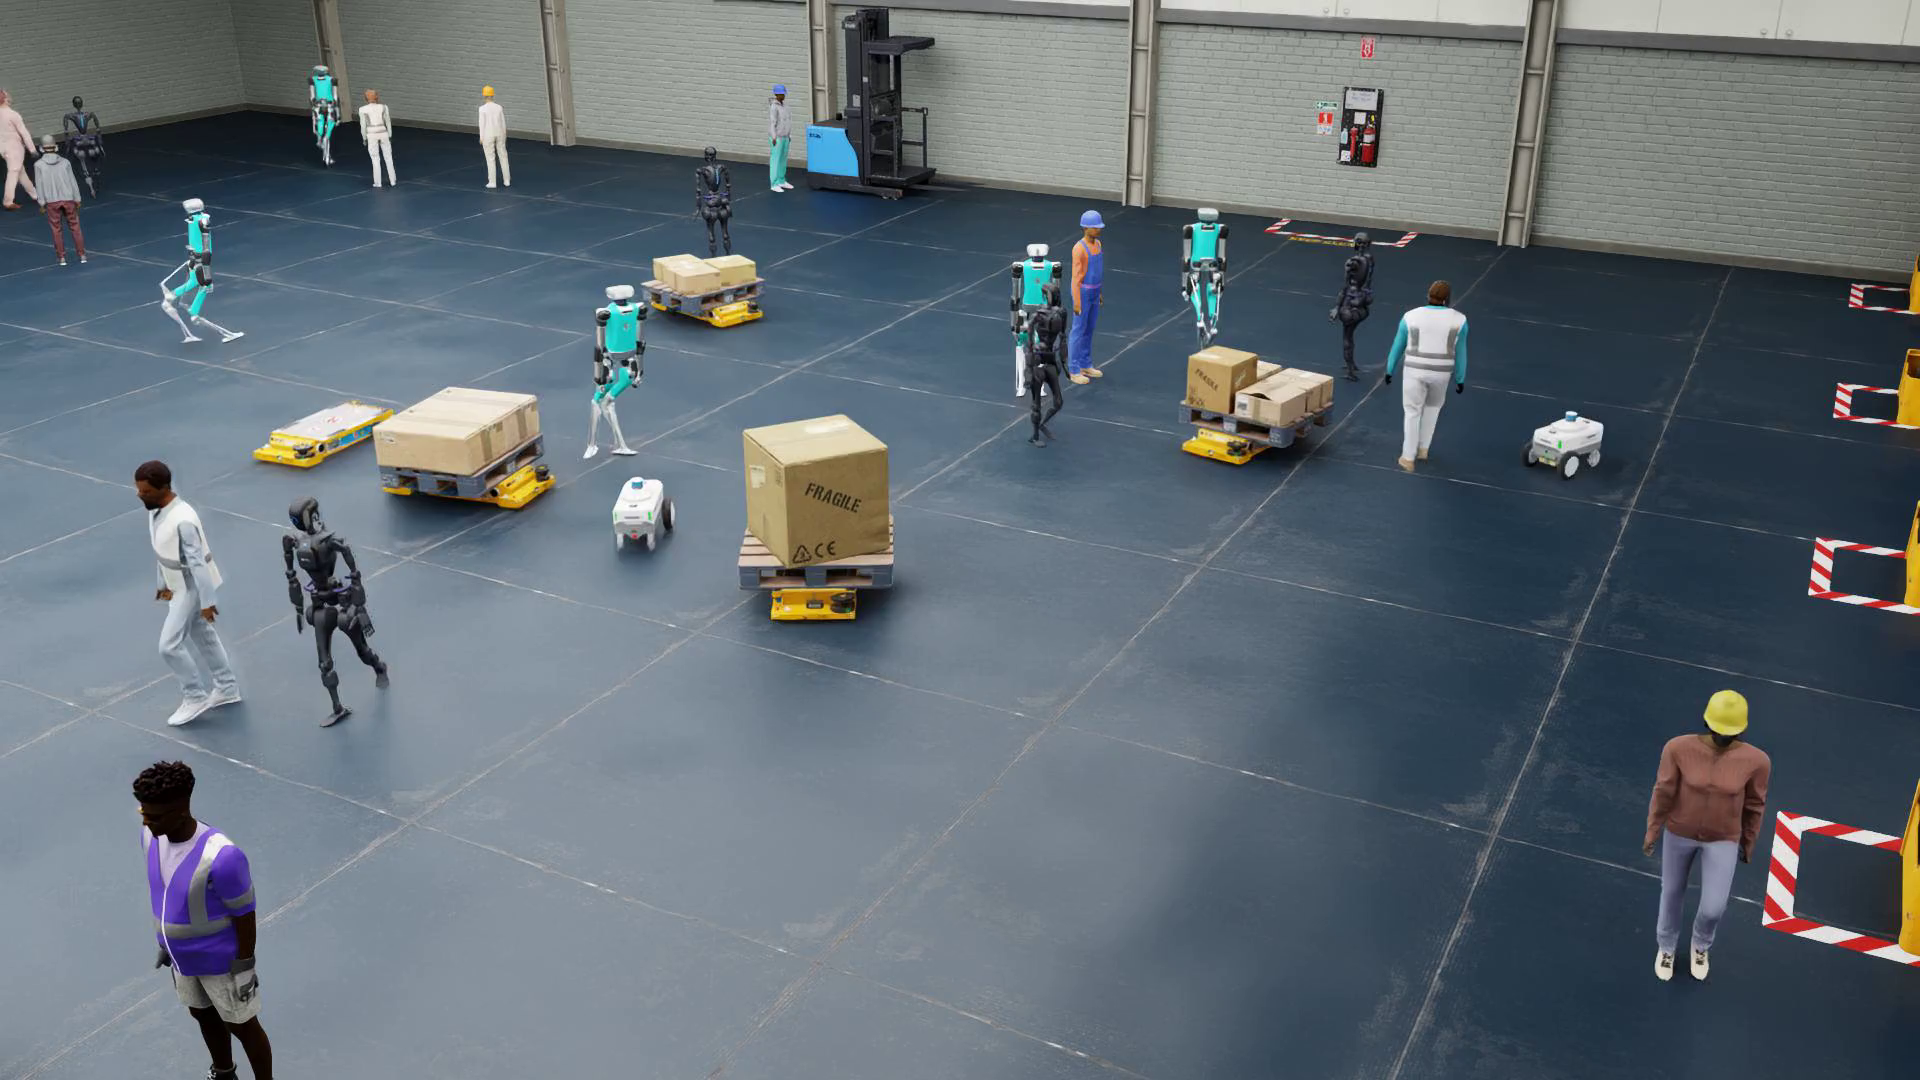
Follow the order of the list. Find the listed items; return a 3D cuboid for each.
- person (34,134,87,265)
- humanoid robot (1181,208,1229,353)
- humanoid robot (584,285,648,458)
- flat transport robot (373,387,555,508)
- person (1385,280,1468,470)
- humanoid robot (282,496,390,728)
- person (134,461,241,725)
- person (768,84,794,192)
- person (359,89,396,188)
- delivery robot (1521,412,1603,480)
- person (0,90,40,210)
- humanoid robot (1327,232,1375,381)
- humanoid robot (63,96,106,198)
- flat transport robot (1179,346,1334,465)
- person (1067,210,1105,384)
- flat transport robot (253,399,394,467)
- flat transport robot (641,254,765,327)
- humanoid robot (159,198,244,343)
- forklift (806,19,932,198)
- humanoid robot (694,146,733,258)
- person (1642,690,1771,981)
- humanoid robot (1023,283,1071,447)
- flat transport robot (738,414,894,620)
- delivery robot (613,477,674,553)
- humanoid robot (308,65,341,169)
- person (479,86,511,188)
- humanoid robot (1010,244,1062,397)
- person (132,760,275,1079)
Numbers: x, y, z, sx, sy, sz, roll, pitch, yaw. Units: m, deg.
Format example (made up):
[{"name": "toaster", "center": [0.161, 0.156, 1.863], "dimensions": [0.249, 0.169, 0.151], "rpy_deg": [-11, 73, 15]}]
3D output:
[{"name": "person", "center": [-12.642, -4.780, 23.348], "dimensions": [0.550, 1.806, 0.381], "rpy_deg": [-16, 28, -32]}, {"name": "humanoid robot", "center": [2.818, -2.833, 18.934], "dimensions": [0.543, 1.792, 0.843], "rpy_deg": [-4, 24, -9]}, {"name": "humanoid robot", "center": [-3.423, -1.651, 16.139], "dimensions": [0.588, 1.773, 0.875], "rpy_deg": [-18, 29, -36]}, {"name": "flat transport robot", "center": [-4.576, -0.557, 15.459], "dimensions": [1.431, 0.231, 0.659], "rpy_deg": [7, 24, 15]}, {"name": "person", "center": [4.440, -1.589, 15.892], "dimensions": [0.701, 1.817, 0.565], "rpy_deg": [3, 23, 8]}, {"name": "humanoid robot", "center": [-4.282, 0.424, 11.481], "dimensions": [0.608, 1.644, 0.768], "rpy_deg": [5, 24, 12]}, {"name": "person", "center": [-5.336, 0.354, 11.281], "dimensions": [0.677, 1.888, 0.629], "rpy_deg": [-17, 29, -35]}, {"name": "person", "center": [-3.034, -6.792, 28.065], "dimensions": [0.358, 1.776, 0.538], "rpy_deg": [9, 25, 21]}, {"name": "person", "center": [-9.932, -6.845, 28.356], "dimensions": [0.514, 1.641, 0.313], "rpy_deg": [-13, 27, -28]}, {"name": "delivery robot", "center": [5.816, -0.925, 15.972], "dimensions": [0.807, 0.609, 0.499], "rpy_deg": [-16, 28, -32]}, {"name": "person", "center": [-15.262, -6.304, 26.843], "dimensions": [0.639, 1.843, 1.035], "rpy_deg": [8, 25, 18]}, {"name": "humanoid robot", "center": [4.330, -2.595, 18.415], "dimensions": [0.601, 1.657, 0.385], "rpy_deg": [-21, 31, -40]}, {"name": "humanoid robot", "center": [-14.586, -6.547, 27.670], "dimensions": [0.601, 1.631, 0.759], "rpy_deg": [-15, 27, -31]}, {"name": "flat transport robot", "center": [2.938, -1.079, 16.674], "dimensions": [0.659, 0.231, 1.431], "rpy_deg": [18, 29, 36]}, {"name": "person", "center": [1.409, -2.688, 18.343], "dimensions": [0.370, 1.908, 0.533], "rpy_deg": [15, 28, 31]}, {"name": "flat transport robot", "center": [-6.309, -1.075, 16.665], "dimensions": [0.659, 0.231, 1.431], "rpy_deg": [9, 25, 20]}, {"name": "flat transport robot", "center": [-3.223, -2.971, 21.079], "dimensions": [1.431, 0.231, 0.659], "rpy_deg": [20, 30, 39]}, {"name": "humanoid robot", "center": [-9.015, -3.080, 19.466], "dimensions": [0.921, 1.767, 0.546], "rpy_deg": [-18, 29, -36]}, {"name": "forklift", "center": [-1.573, -7.292, 27.850], "dimensions": [1.873, 2.768, 1.129], "rpy_deg": [12, 26, 25]}, {"name": "humanoid robot", "center": [-3.426, -4.642, 23.167], "dimensions": [0.599, 1.657, 0.315], "rpy_deg": [-17, 29, -35]}, {"name": "person", "center": [3.858, 1.553, 8.668], "dimensions": [0.538, 1.755, 0.394], "rpy_deg": [11, 26, 25]}, {"name": "humanoid robot", "center": [0.804, -1.746, 16.450], "dimensions": [0.585, 1.644, 0.421], "rpy_deg": [-21, 31, -40]}, {"name": "flat transport robot", "center": [-1.139, 0.273, 13.527], "dimensions": [0.659, 0.231, 1.431], "rpy_deg": [-1, 23, -1]}, {"name": "delivery robot", "center": [-2.771, -0.246, 14.396], "dimensions": [0.499, 0.613, 0.811], "rpy_deg": [-1, 23, -1]}, {"name": "humanoid robot", "center": [-11.528, -7.590, 30.029], "dimensions": [0.555, 1.820, 0.893], "rpy_deg": [0, 23, 0]}, {"name": "person", "center": [-7.943, -6.853, 28.304], "dimensions": [0.484, 1.696, 0.313], "rpy_deg": [-18, 29, -36]}, {"name": "humanoid robot", "center": [0.777, -2.367, 17.644], "dimensions": [0.533, 1.677, 0.735], "rpy_deg": [-1, 23, -3]}, {"name": "person", "center": [-3.472, 1.881, 7.642], "dimensions": [0.612, 1.957, 0.361], "rpy_deg": [11, 26, 25]}]
